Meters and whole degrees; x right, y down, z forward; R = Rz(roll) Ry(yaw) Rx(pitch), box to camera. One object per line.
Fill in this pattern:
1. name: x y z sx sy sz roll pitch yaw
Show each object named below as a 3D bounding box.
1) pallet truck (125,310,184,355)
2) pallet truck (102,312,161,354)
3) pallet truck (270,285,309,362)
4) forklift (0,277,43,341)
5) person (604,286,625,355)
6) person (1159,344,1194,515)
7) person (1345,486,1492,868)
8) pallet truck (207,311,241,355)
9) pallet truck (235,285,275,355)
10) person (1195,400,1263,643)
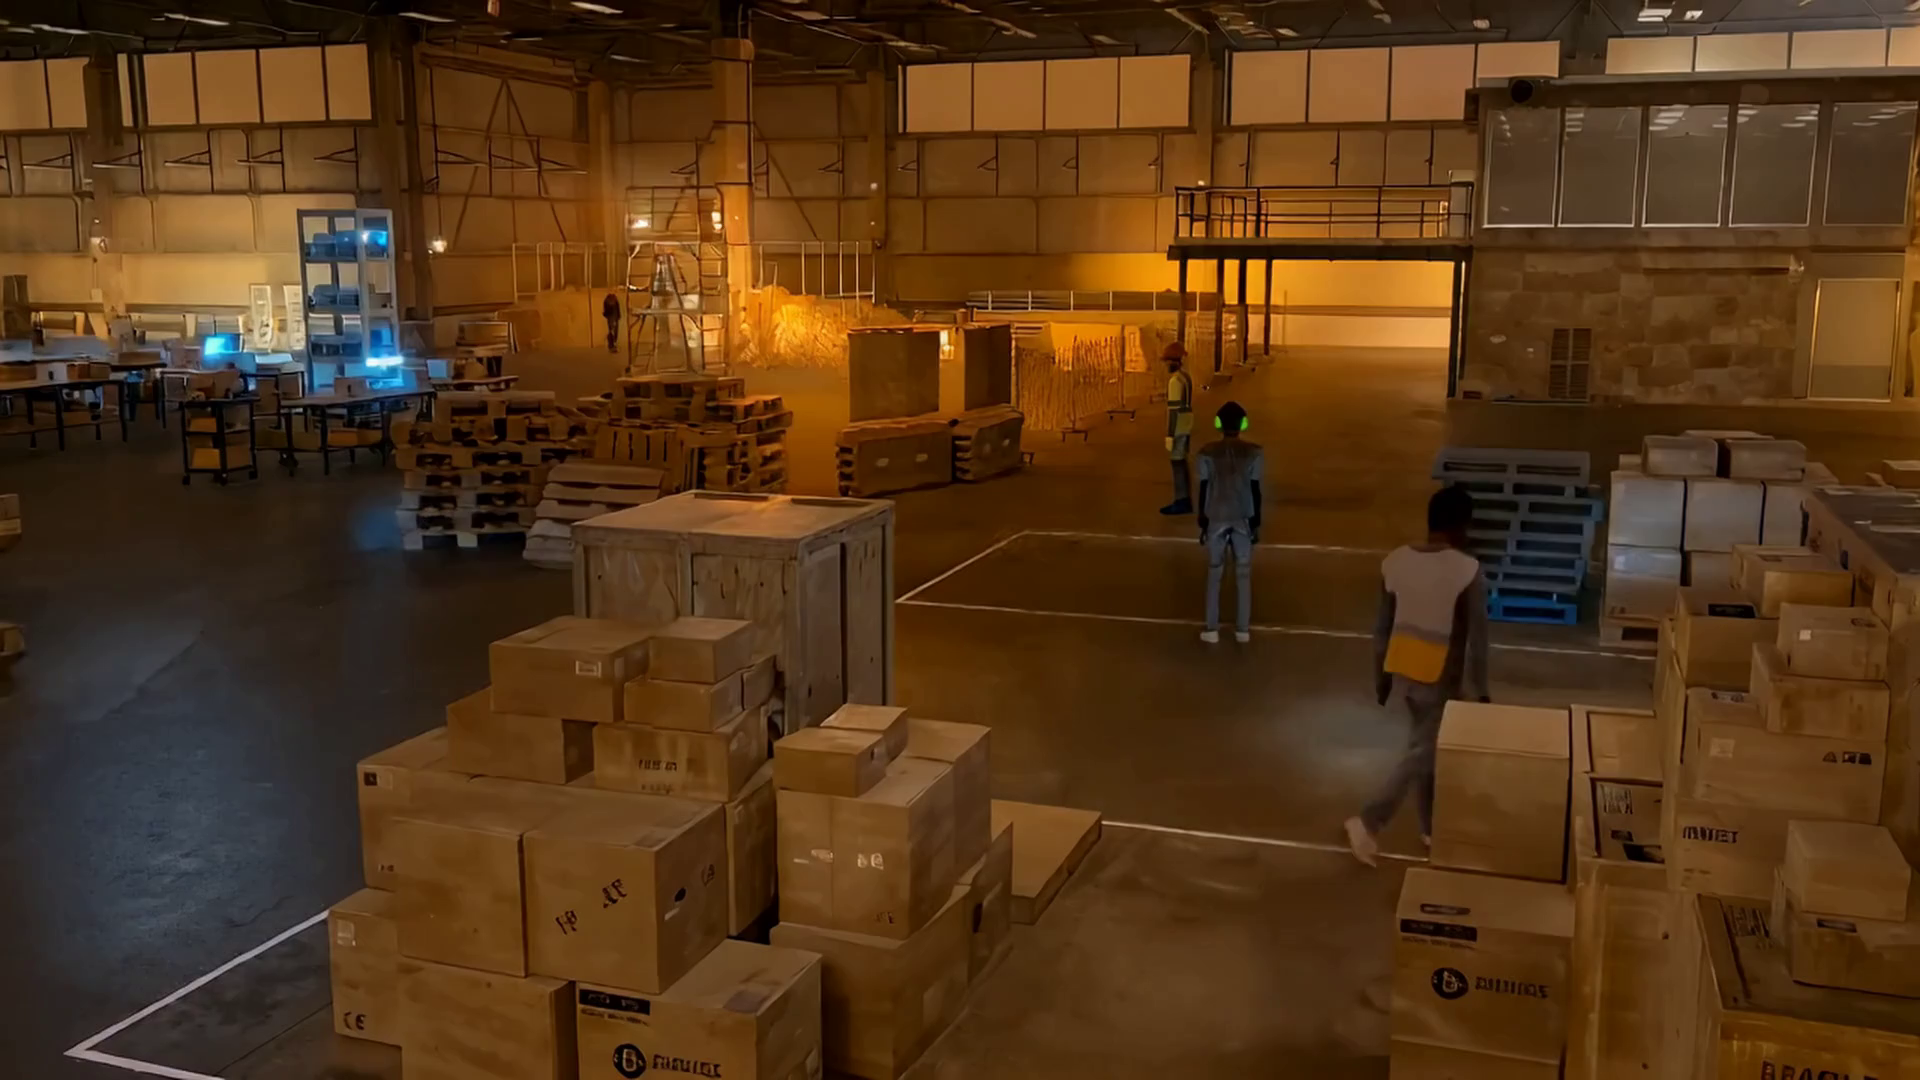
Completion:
1. pallet truck: -22.038 -5.665 45.457 0.704 1.261 1.522 3 11 17
2. pallet truck: -23.057 -5.777 46.261 0.680 1.201 1.601 3 11 19
3. pallet truck: -17.147 -5.700 43.663 0.823 1.965 1.885 3 11 17
4. forklift: -27.151 -6.329 46.328 1.157 1.987 2.680 3 11 17
5. person: -9.540 -6.055 45.914 0.404 1.911 0.636 -9 13 -40
6. person: 2.427 -1.243 18.776 0.399 1.928 0.542 4 11 21
7. person: 2.251 0.664 8.173 0.897 1.882 0.583 -6 12 -31
8. pallet truck: -19.537 -5.575 44.913 0.653 1.274 1.630 3 11 19
9. pallet truck: -18.327 -5.835 44.421 0.823 1.965 1.885 4 11 23
10. person: 2.055 -0.133 12.717 0.502 1.861 0.328 1 10 4
